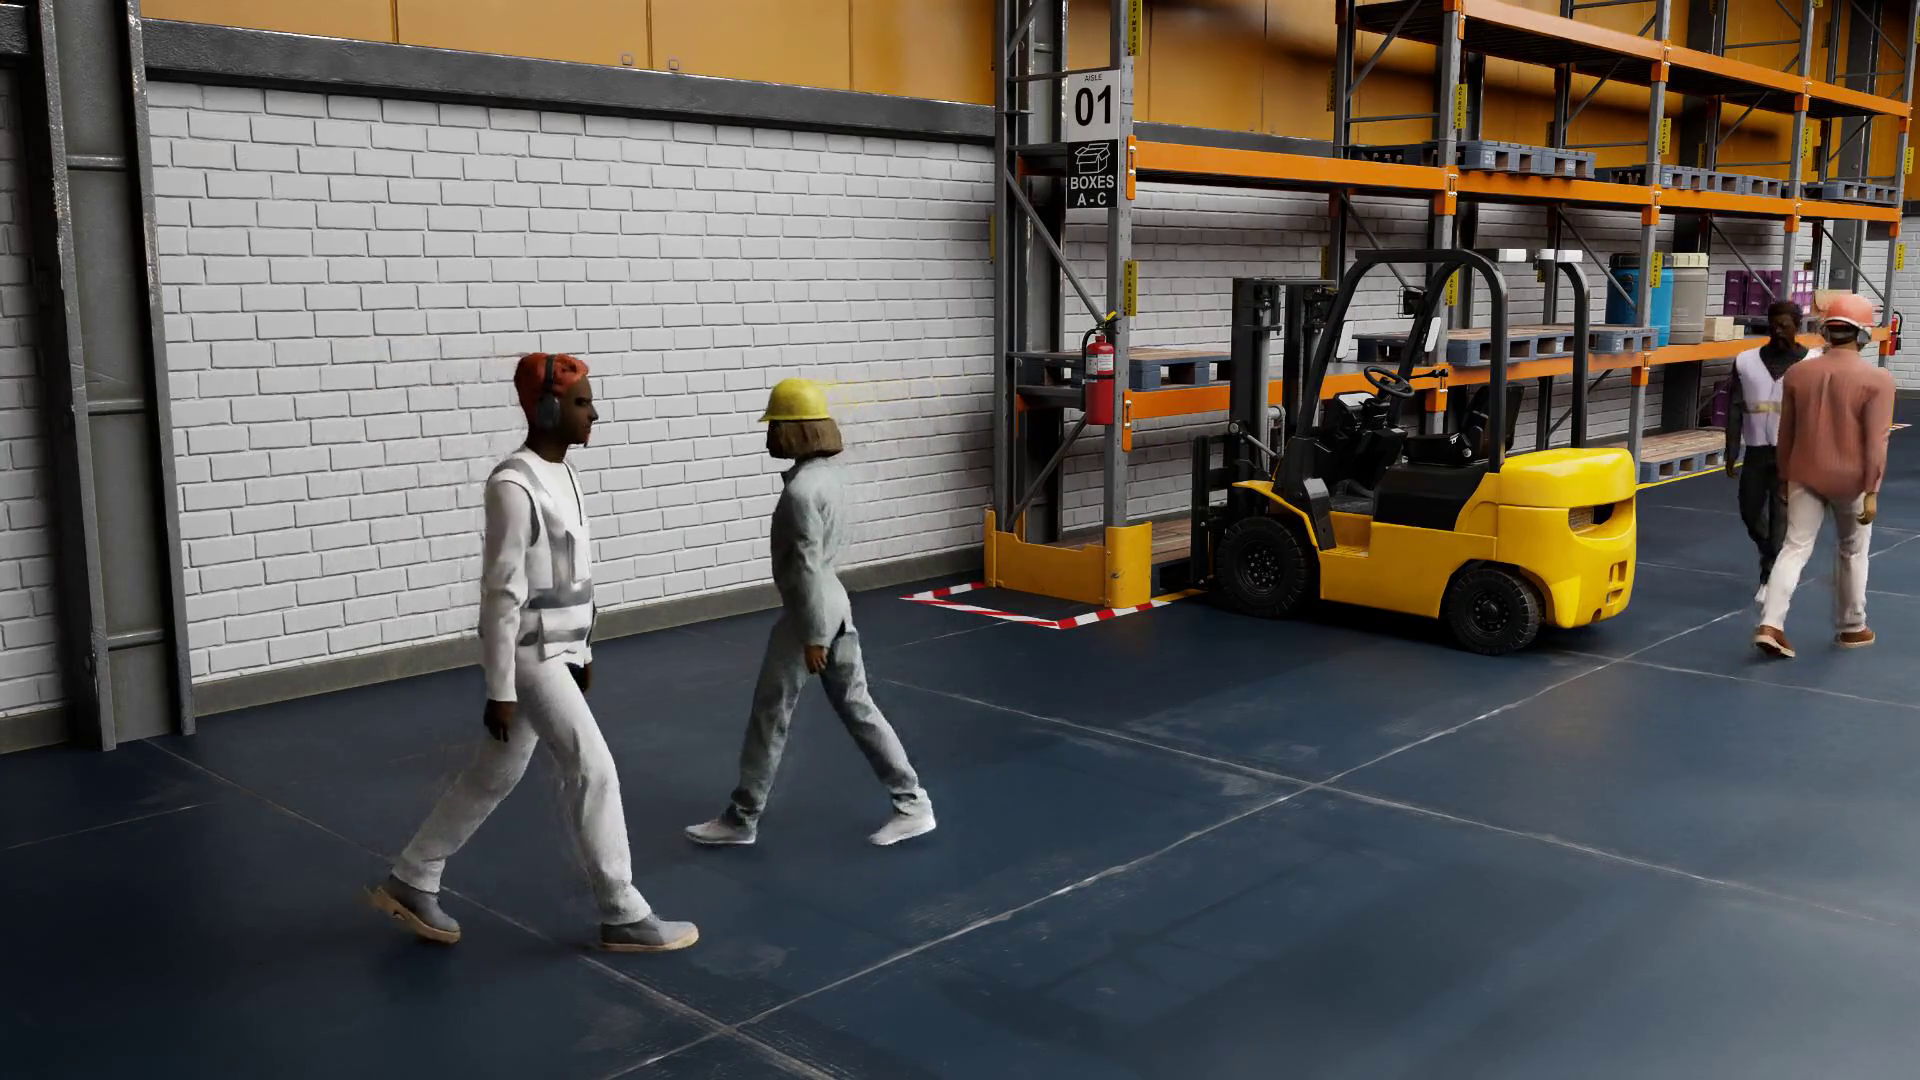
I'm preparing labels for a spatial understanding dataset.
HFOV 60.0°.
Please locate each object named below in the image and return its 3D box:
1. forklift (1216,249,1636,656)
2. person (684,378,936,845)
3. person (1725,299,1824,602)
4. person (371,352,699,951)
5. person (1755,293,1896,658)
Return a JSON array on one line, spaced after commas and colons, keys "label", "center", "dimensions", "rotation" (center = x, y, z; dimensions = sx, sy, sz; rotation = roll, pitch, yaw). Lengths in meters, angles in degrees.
[{"label": "forklift", "center": [2.710, -0.584, 9.626], "dimensions": [2.313, 2.155, 1.214], "rotation": [9, 13, 43]}, {"label": "person", "center": [-0.508, 0.271, 5.911], "dimensions": [0.909, 1.696, 0.500], "rotation": [2, 9, 10]}, {"label": "person", "center": [5.189, -0.581, 10.558], "dimensions": [0.586, 1.896, 0.736], "rotation": [8, 12, 39]}, {"label": "person", "center": [-1.348, 0.351, 5.030], "dimensions": [0.987, 1.841, 0.586], "rotation": [0, 9, -2]}, {"label": "person", "center": [4.620, -0.336, 8.872], "dimensions": [1.029, 1.951, 0.623], "rotation": [-7, 12, -36]}]
